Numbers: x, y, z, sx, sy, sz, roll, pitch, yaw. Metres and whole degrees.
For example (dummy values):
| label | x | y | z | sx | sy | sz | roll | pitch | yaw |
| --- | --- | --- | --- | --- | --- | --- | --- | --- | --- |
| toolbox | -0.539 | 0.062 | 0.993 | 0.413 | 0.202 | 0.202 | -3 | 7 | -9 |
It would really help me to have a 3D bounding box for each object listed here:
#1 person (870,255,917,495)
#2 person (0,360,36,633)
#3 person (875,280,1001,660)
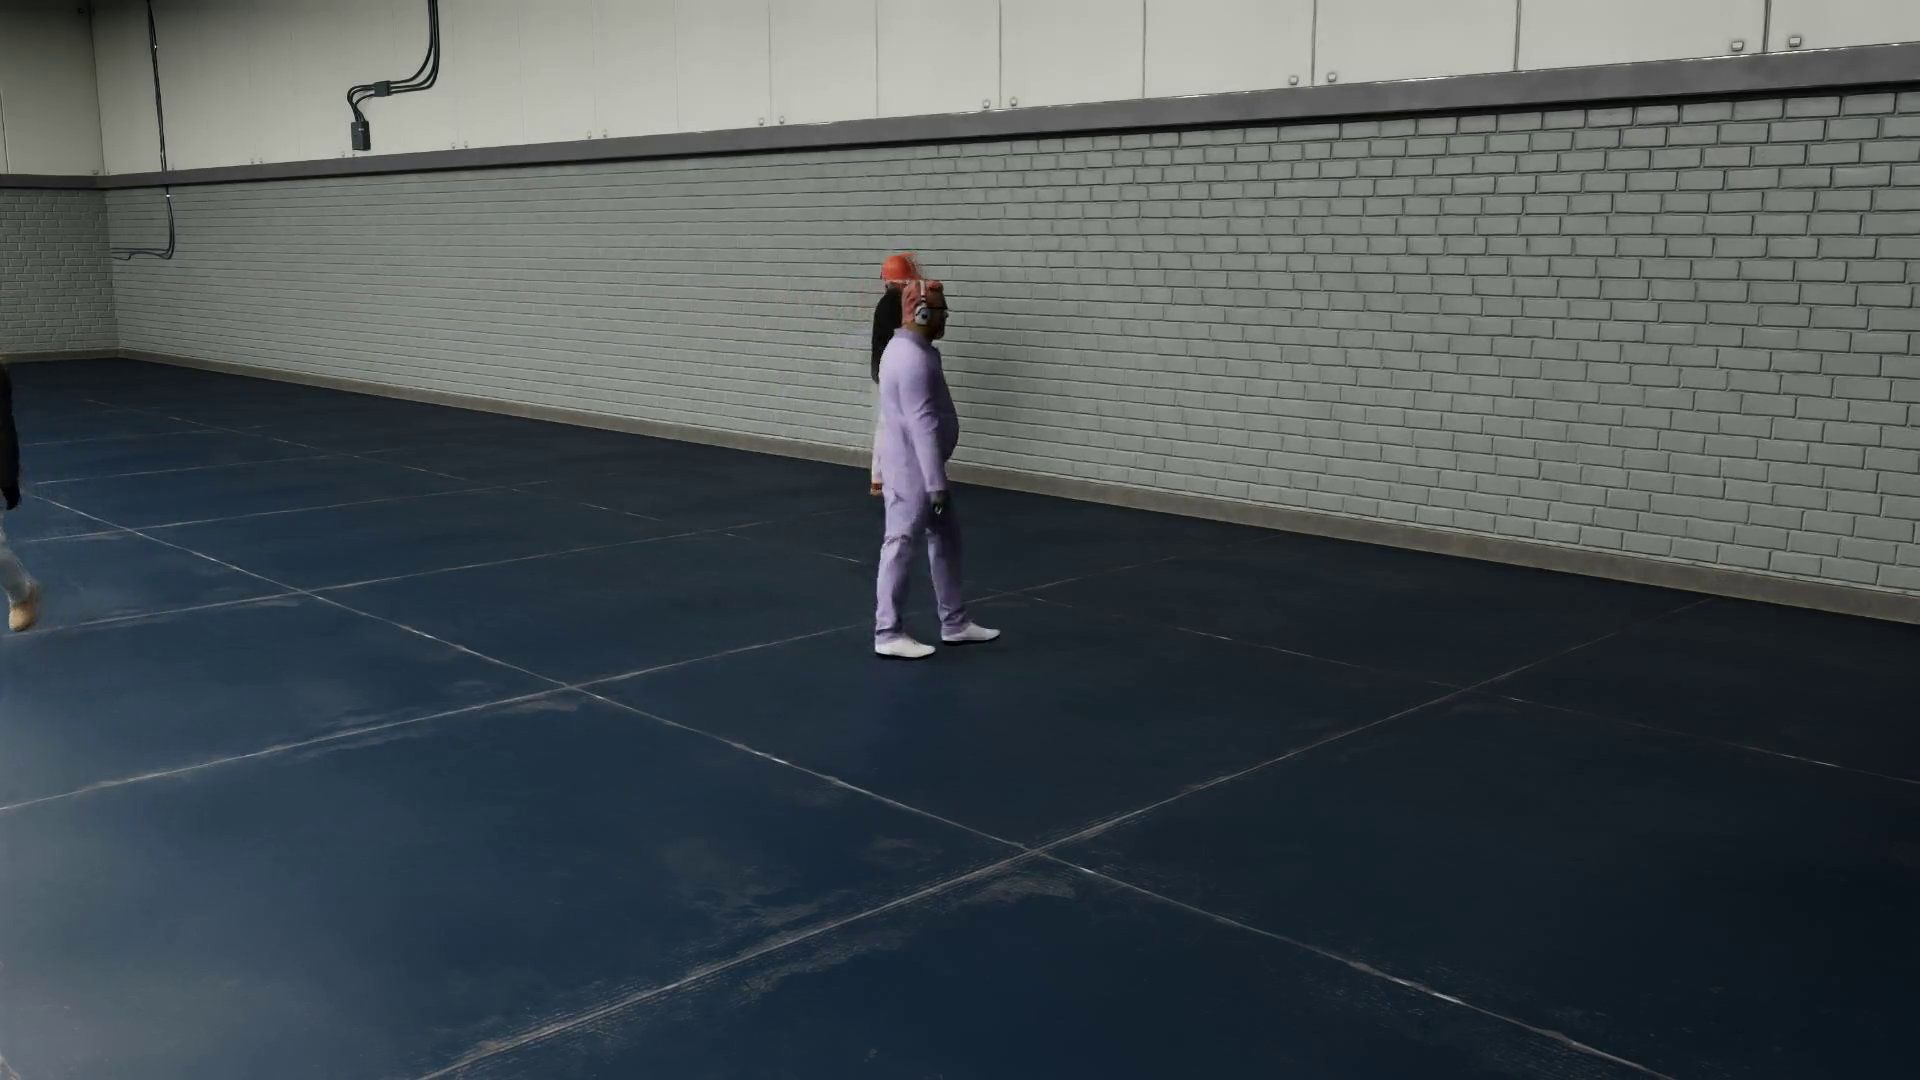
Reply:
| label | x | y | z | sx | sy | sz | roll | pitch | yaw |
| --- | --- | --- | --- | --- | --- | --- | --- | --- | --- |
| person | -0.507 | -1.321 | 13.514 | 0.425 | 1.958 | 0.639 | 0 | 10 | 1 |
| person | -5.015 | -0.317 | 8.354 | 0.653 | 1.823 | 0.597 | 0 | 10 | -1 |
| person | -0.082 | -0.339 | 8.291 | 0.783 | 1.882 | 0.673 | -1 | 10 | -3 |
